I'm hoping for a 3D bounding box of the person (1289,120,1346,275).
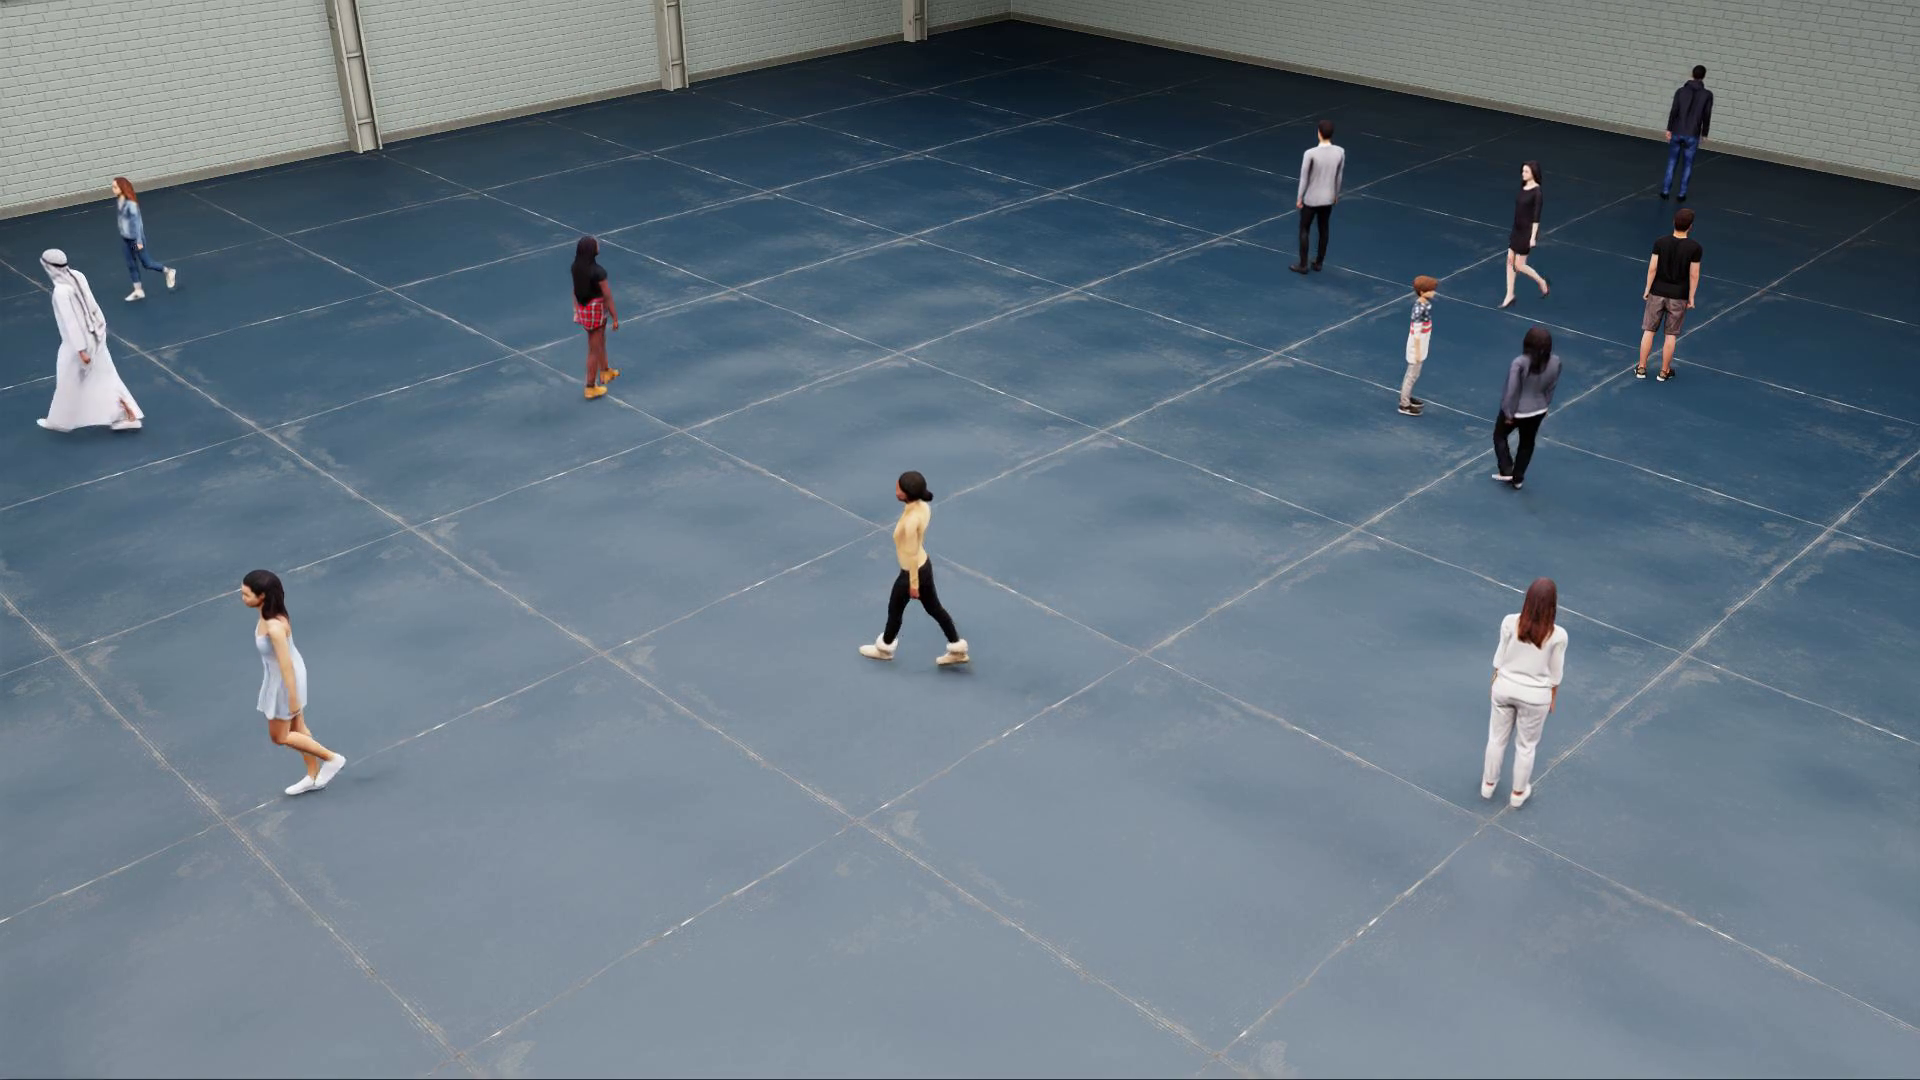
[{"bbox_3d":[4.470,-4.246,20.628,0.812,1.924,0.931,-8,29,-14],"label":"person"}]

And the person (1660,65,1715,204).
[{"bbox_3d":[10.234,-5.723,23.457,0.789,1.871,0.760,14,31,24],"label":"person"}]

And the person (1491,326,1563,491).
[{"bbox_3d":[5.203,-1.179,15.229,0.775,1.585,0.859,-6,29,-11],"label":"person"}]

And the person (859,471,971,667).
[{"bbox_3d":[-0.251,0.262,12.486,1.009,1.620,1.139,8,29,15],"label":"person"}]

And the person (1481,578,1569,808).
[{"bbox_3d":[3.729,1.005,11.020,0.655,1.688,0.630,14,31,24],"label":"person"}]

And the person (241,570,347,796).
[{"bbox_3d":[-4.407,0.941,11.102,0.790,1.722,0.712,-13,31,-22],"label":"person"}]

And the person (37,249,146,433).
[{"bbox_3d":[-8.496,-1.916,16.295,1.264,1.885,1.182,-1,28,-1],"label":"person"}]

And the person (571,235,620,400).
[{"bbox_3d":[-3.840,-2.263,17.141,0.735,1.700,0.928,16,32,27],"label":"person"}]

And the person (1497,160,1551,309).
[{"bbox_3d":[6.678,-3.548,19.464,0.938,1.787,0.842,-5,28,-9],"label":"person"}]

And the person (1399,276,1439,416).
[{"bbox_3d":[4.656,-2.000,16.925,0.649,1.440,0.550,8,29,14],"label":"person"}]

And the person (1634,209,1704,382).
[{"bbox_3d":[7.496,-2.600,17.604,0.731,1.862,0.679,15,32,26],"label":"person"}]

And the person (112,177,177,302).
[{"bbox_3d":[-9.852,-3.636,19.973,0.674,1.464,0.921,18,33,30],"label":"person"}]
